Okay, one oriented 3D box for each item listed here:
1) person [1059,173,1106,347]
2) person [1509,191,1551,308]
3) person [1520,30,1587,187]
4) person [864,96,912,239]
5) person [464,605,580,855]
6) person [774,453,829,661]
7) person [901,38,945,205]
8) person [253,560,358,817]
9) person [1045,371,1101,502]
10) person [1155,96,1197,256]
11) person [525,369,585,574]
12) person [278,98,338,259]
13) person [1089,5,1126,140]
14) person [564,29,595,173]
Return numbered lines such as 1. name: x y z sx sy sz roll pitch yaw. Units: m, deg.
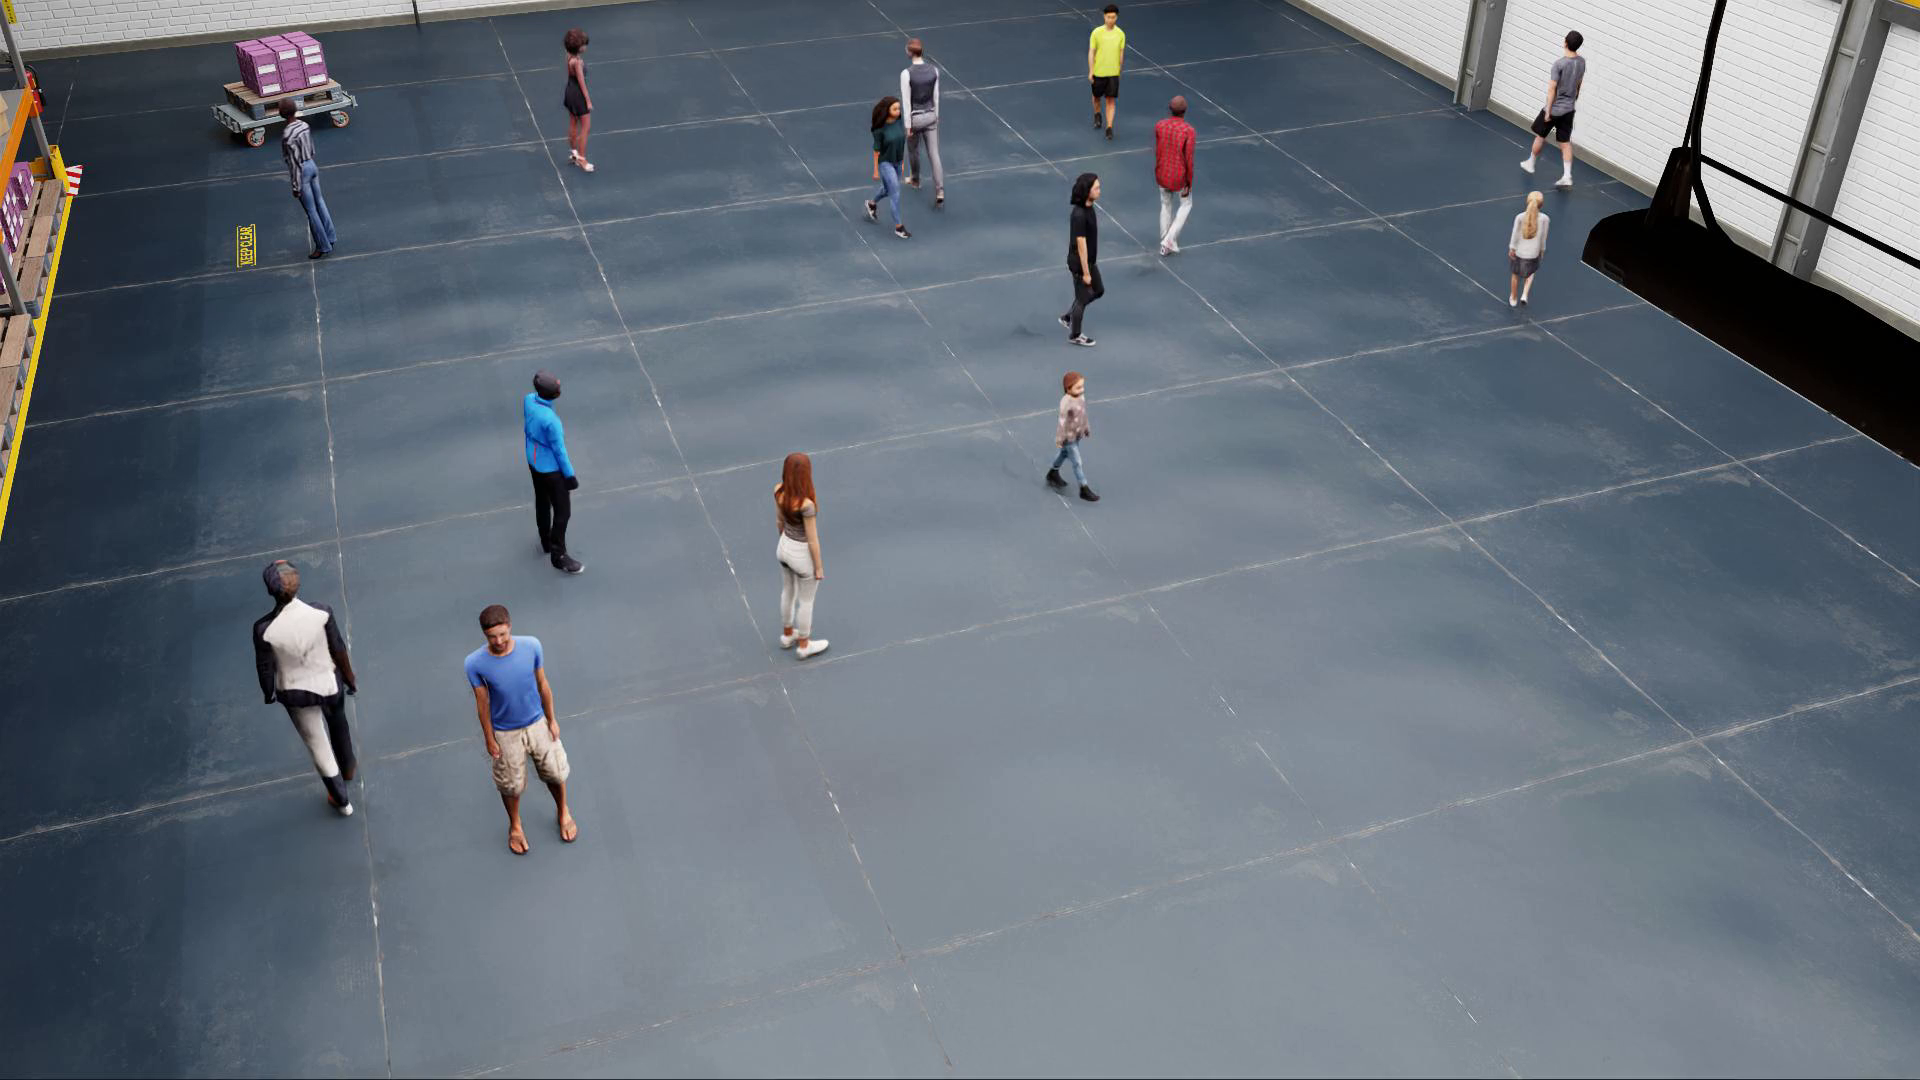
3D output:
1. person: 1.144 -2.781 16.505 0.866 1.820 0.799 10 35 14
2. person: 5.918 -3.007 17.341 0.644 1.270 0.701 10 35 14
3. person: 7.301 -5.159 20.066 0.730 1.838 1.200 -9 35 -13
4. person: -0.851 -4.294 18.996 0.873 1.583 1.140 -29 43 -36
5. person: -2.818 1.153 10.552 0.691 1.858 0.621 -16 37 -23
6. person: -1.203 0.121 12.233 0.595 1.717 0.720 29 43 36
7. person: -0.415 -4.923 19.646 0.646 1.909 1.232 -10 35 -15
8. person: -4.168 1.016 10.748 0.814 1.870 0.914 -20 39 -27
9. person: 0.919 -0.930 14.307 0.877 1.171 0.753 23 40 30
10. person: 2.318 -3.988 18.332 0.833 1.807 0.899 20 39 28
11. person: -3.342 -0.606 13.270 0.661 1.779 0.957 21 39 28
12. person: -7.226 -3.995 18.355 0.770 1.794 0.632 3 34 4
13. person: 1.877 -6.141 21.696 0.879 1.669 1.188 -1 34 -1
14. person: -4.786 -5.472 20.601 0.834 1.767 0.603 -26 42 -33
